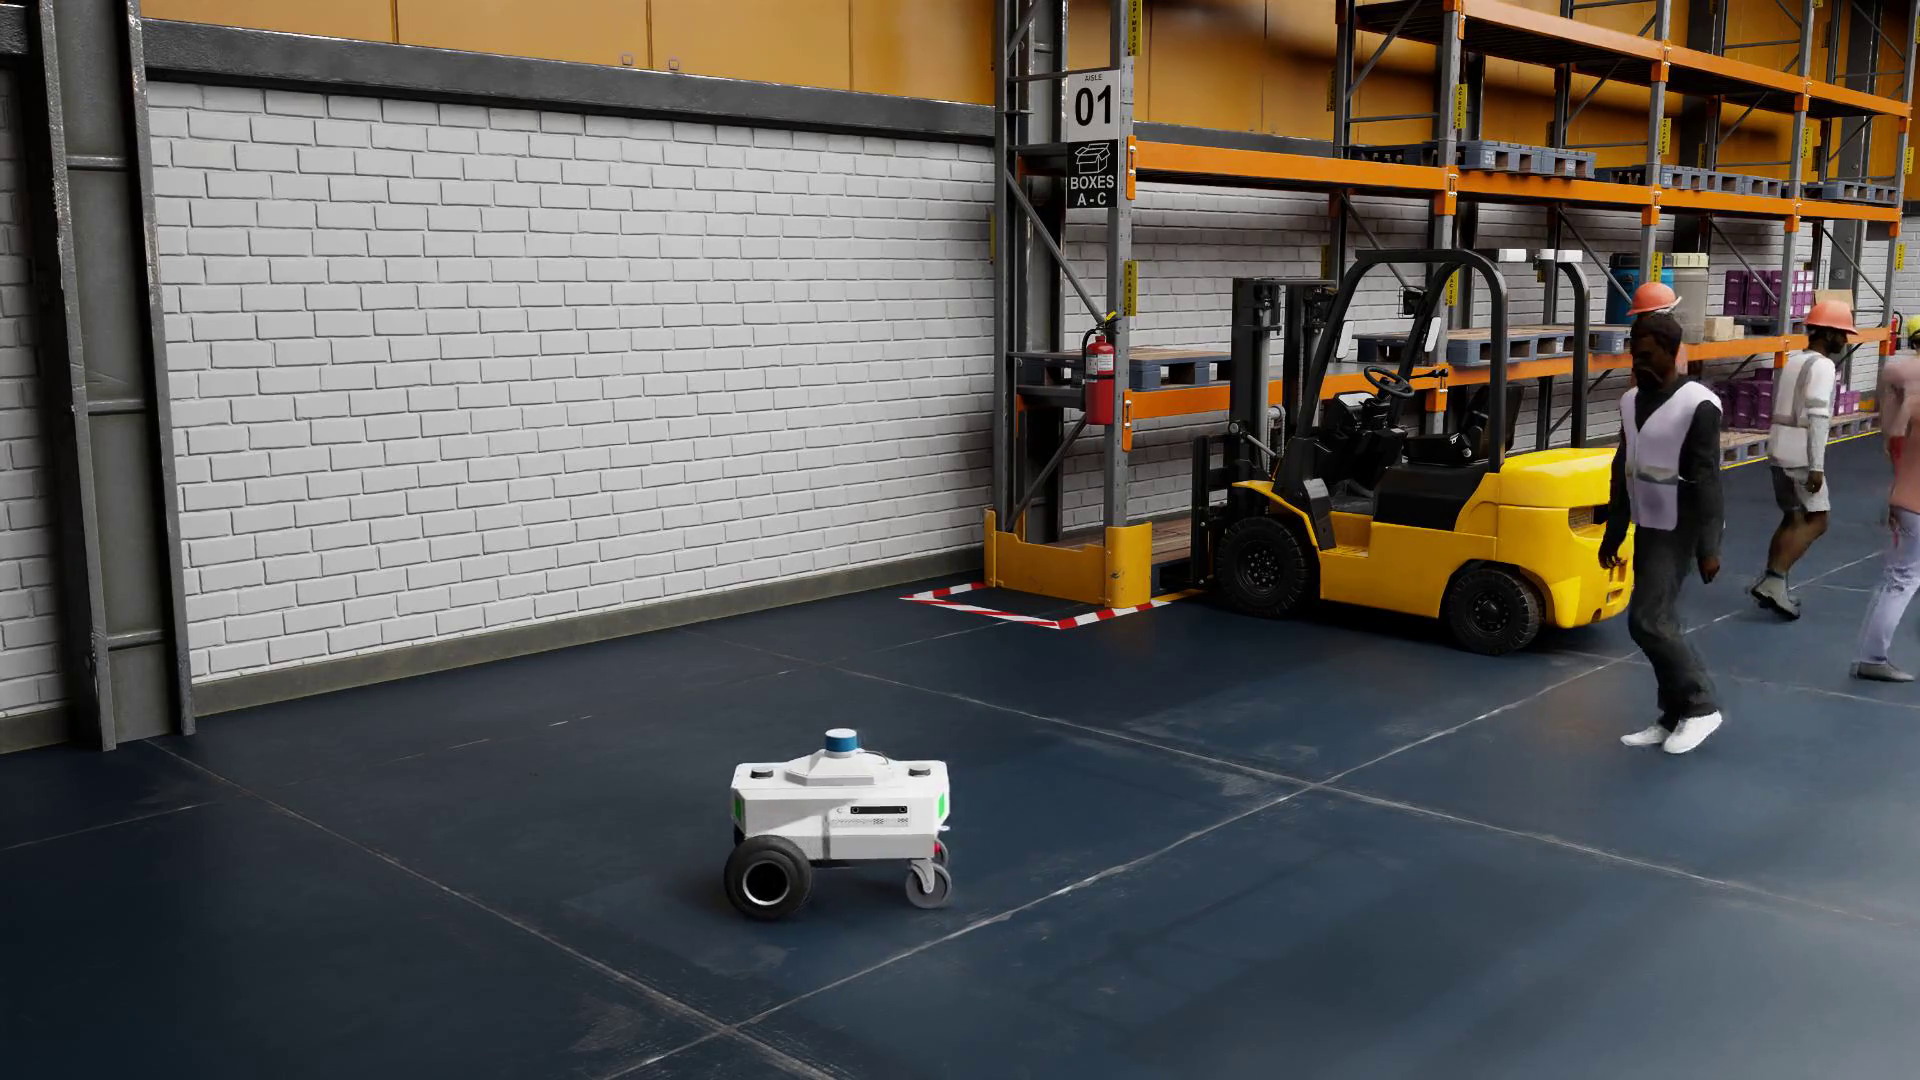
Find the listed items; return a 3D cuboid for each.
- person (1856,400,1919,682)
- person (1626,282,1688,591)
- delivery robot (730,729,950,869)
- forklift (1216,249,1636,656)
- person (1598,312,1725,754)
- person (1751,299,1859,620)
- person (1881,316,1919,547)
[{"bbox_3d":[4.869,-0.125,8.228,0.733,1.713,0.540,2,9,10],"label":"person"},{"bbox_3d":[4.461,-0.661,10.734,0.393,1.986,0.609,3,10,15],"label":"person"},{"bbox_3d":[-0.387,0.865,5.467,0.707,0.478,0.477,0,9,-3],"label":"delivery robot"},{"bbox_3d":[2.710,-0.584,9.626,2.313,2.155,1.214,9,13,43],"label":"forklift"},{"bbox_3d":[3.027,-0.030,7.166,0.444,1.887,0.595,-1,9,-4],"label":"person"},{"bbox_3d":[5.034,-0.489,9.978,0.635,1.891,0.717,1,9,3],"label":"person"},{"bbox_3d":[6.789,-0.705,11.732,0.667,1.732,0.551,-8,12,-42],"label":"person"}]
